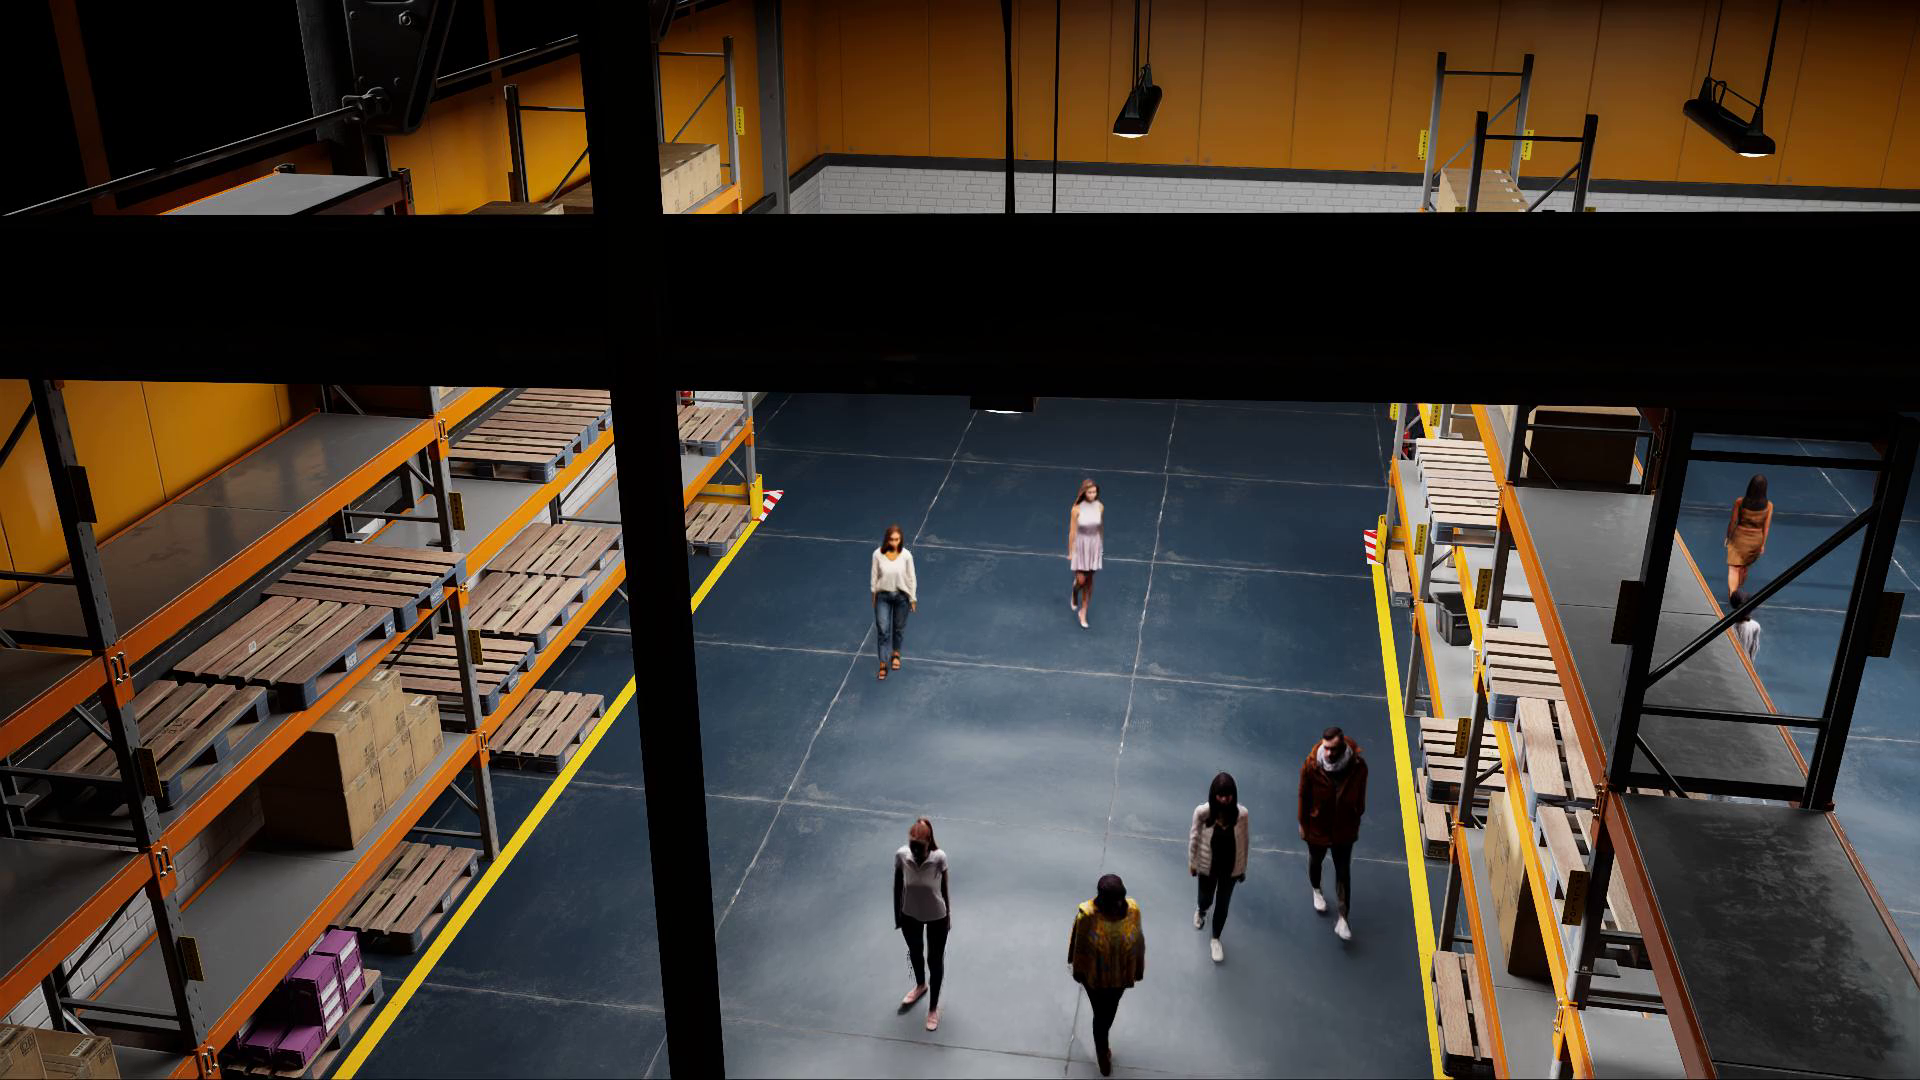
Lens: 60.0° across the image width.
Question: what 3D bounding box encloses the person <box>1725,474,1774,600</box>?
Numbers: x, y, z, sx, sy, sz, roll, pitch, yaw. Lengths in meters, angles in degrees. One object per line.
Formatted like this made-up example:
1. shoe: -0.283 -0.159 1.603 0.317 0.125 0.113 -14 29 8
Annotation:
1. person: 8.815 0.089 18.656 0.621 1.663 1.062 6 24 14

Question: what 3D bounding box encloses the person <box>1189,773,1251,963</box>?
1. person: 2.040 2.517 13.145 0.696 1.627 0.810 0 24 0

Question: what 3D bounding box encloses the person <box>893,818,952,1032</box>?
1. person: -0.254 2.781 12.431 0.581 1.716 0.756 6 24 14

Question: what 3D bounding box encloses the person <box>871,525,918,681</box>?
1. person: -0.699 0.579 17.525 0.713 1.671 0.850 1 24 2

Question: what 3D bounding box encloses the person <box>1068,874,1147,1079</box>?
1. person: 1.026 3.030 11.963 0.847 1.634 0.888 -8 25 -18

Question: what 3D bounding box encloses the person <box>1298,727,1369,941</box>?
1. person: 2.990 2.262 13.515 0.792 1.799 1.043 0 24 1

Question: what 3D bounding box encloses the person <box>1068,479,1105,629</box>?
1. person: 1.366 0.116 18.475 0.738 1.758 0.845 -6 24 -14

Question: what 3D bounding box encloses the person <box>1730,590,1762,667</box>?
1. person: 7.284 1.340 15.707 0.677 1.733 1.070 7 24 15
